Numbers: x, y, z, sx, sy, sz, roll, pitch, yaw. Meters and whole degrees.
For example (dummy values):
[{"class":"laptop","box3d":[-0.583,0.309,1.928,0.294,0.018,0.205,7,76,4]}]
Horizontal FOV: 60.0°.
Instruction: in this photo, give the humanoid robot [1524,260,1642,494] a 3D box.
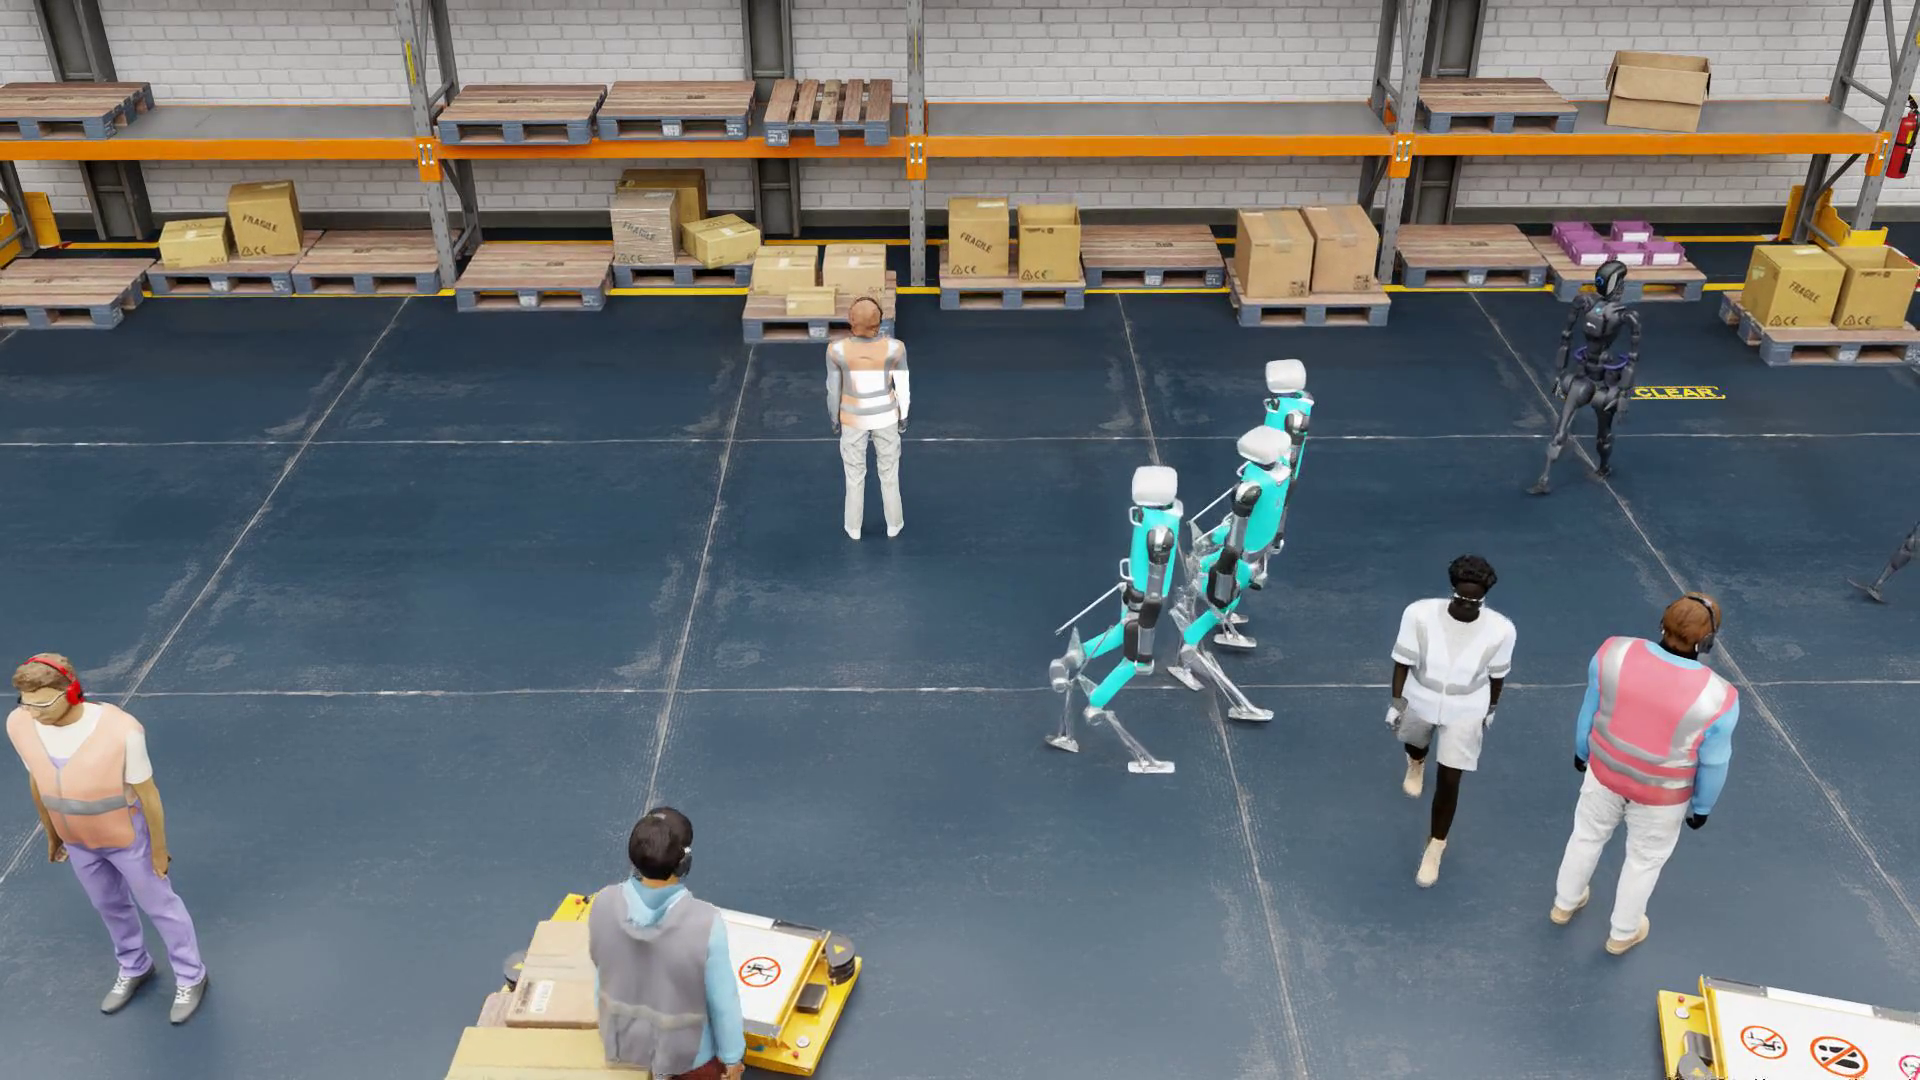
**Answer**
[{"class":"humanoid robot","box3d":[4.141,-1.034,10.821,0.792,1.635,0.586,-23,38,-33]}]

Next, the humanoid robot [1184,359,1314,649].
[{"class":"humanoid robot","box3d":[1.523,-0.193,9.209,0.717,1.693,0.533,0,31,-1]}]

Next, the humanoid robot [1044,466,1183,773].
[{"class":"humanoid robot","box3d":[0.689,0.431,8.286,0.873,1.783,0.554,1,31,2]}]

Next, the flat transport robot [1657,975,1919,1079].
[{"class":"flat transport robot","box3d":[3.636,2.188,6.768,1.431,0.231,0.659,8,32,13]}]

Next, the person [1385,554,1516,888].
[{"class":"person","box3d":[2.290,0.726,7.841,0.523,1.663,0.823,12,33,19]}]

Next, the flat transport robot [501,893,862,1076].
[{"class":"flat transport robot","box3d":[-1.210,1.894,7.258,1.431,0.231,0.659,8,32,14]}]

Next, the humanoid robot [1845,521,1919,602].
[{"class":"humanoid robot","box3d":[5.687,-0.256,9.505,0.754,1.628,0.600,3,31,5]}]

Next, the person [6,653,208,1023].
[{"class":"person","box3d":[-3.513,1.210,6.876,0.564,1.835,0.378,5,31,8]}]

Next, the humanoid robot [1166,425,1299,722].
[{"class":"humanoid robot","box3d":[1.318,0.141,8.765,0.919,1.754,0.530,21,37,31]}]

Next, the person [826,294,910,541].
[{"class":"person","box3d":[-0.562,-0.740,10.310,0.513,1.640,0.307,-3,31,-4]}]

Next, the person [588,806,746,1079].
[{"class":"person","box3d":[-1.047,1.780,5.911,0.575,1.850,0.723,9,32,15]}]

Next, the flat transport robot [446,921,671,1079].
[{"class":"flat transport robot","box3d":[-1.434,2.424,6.376,1.431,0.231,0.659,1,31,1]}]

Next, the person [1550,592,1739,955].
[{"class":"person","box3d":[2.959,1.018,7.202,0.638,1.831,0.430,25,39,35]}]
